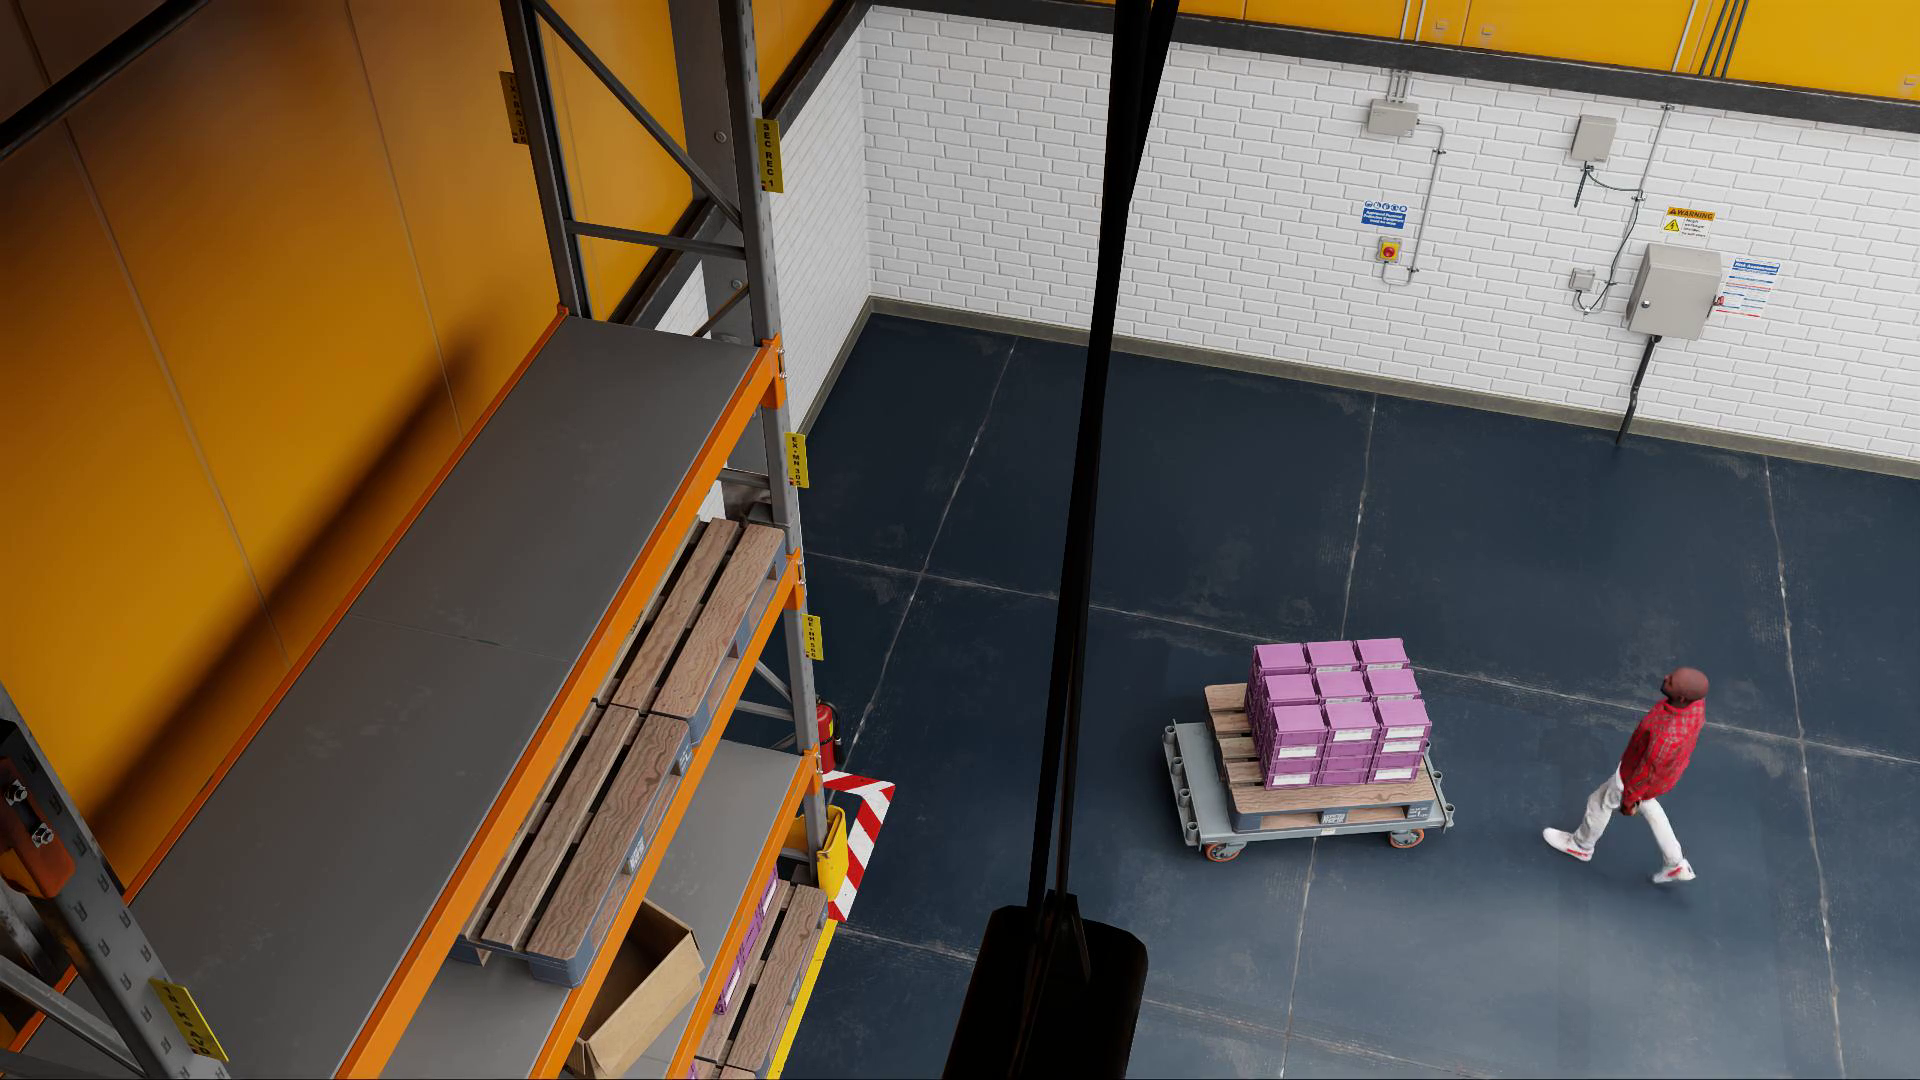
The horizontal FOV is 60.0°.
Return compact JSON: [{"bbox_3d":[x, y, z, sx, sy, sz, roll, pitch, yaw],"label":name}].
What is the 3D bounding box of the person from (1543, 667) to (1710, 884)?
[{"bbox_3d":[4.019,1.352,9.555,1.133,1.798,1.092,-34,53,-30],"label":"person"}]
